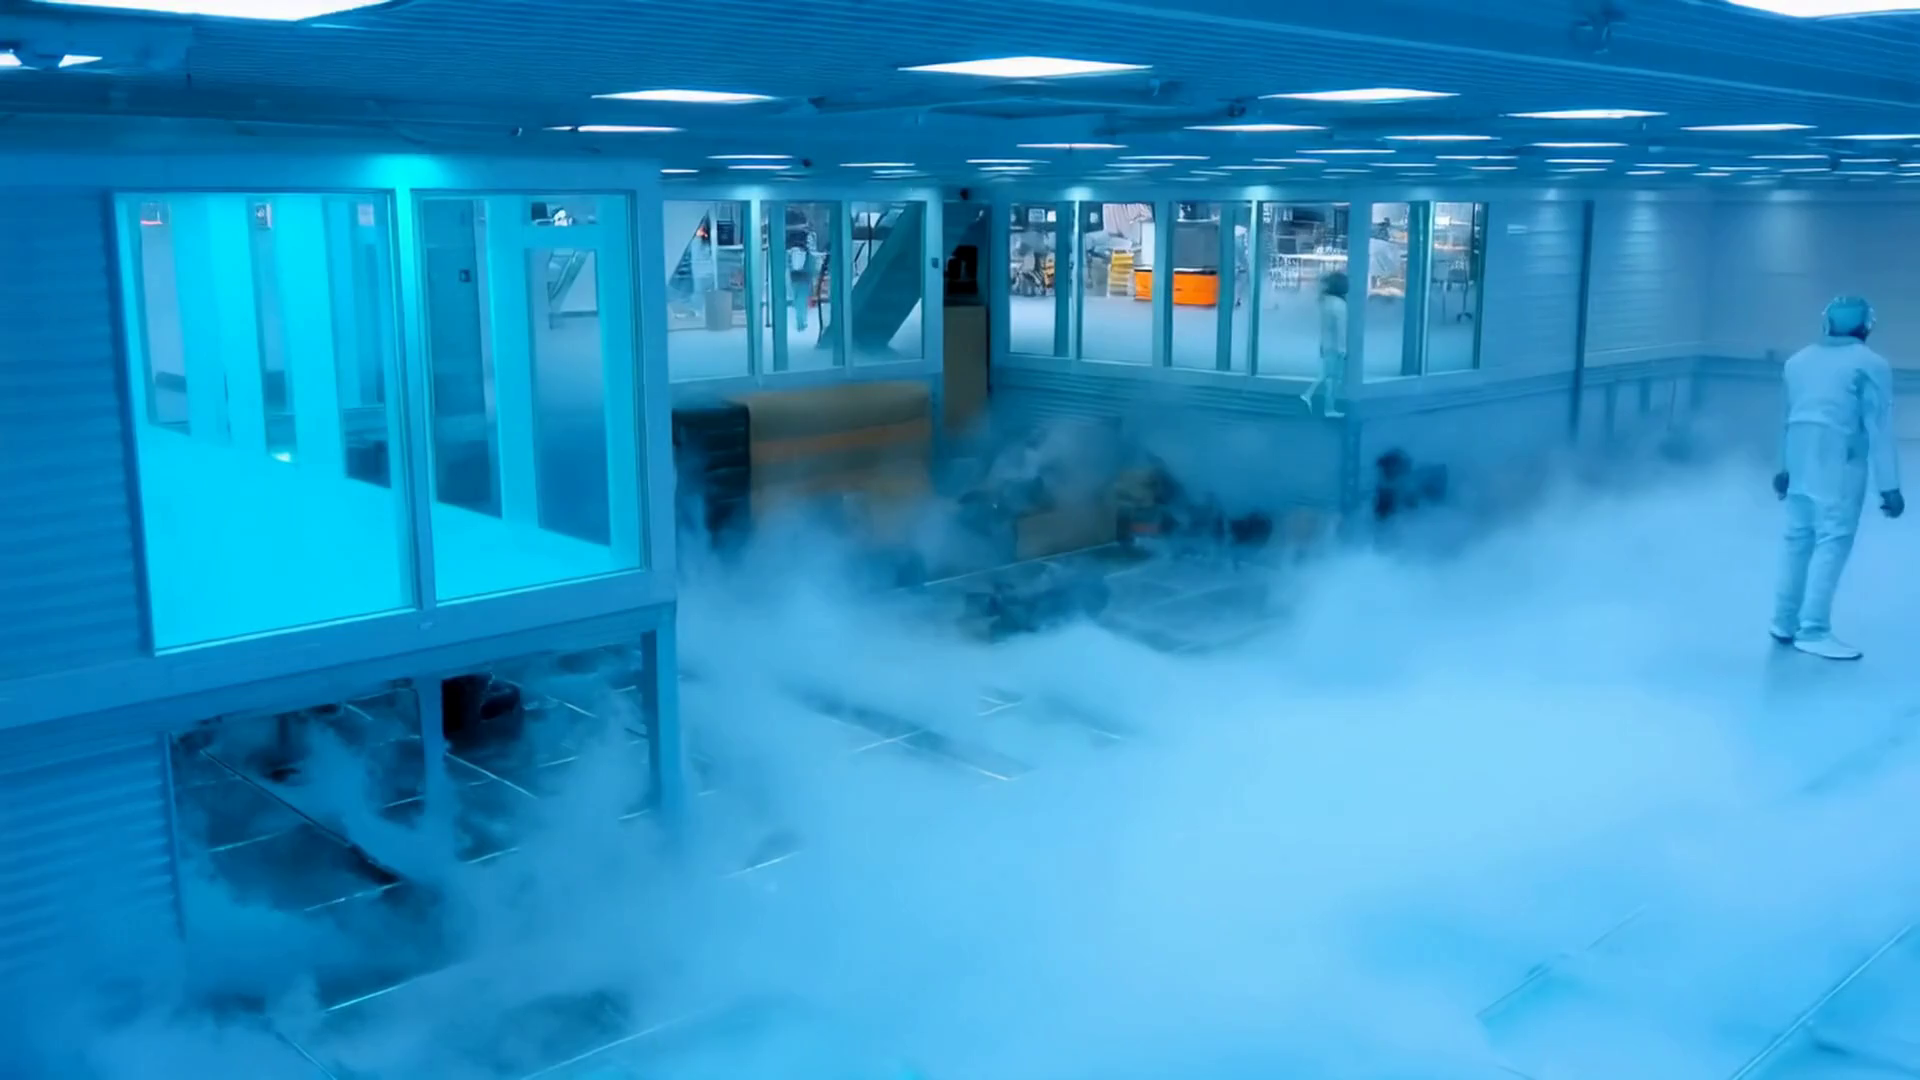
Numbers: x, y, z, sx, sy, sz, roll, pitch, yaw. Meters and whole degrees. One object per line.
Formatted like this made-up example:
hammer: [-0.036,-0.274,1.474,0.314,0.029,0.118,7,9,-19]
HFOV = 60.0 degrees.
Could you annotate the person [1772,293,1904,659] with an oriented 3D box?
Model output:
person: [4.601,-0.332,8.709,0.399,1.888,0.793,-3,12,-16]

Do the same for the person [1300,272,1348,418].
person: [4.087,-2.151,18.456,0.429,1.625,0.510,-4,12,-20]
